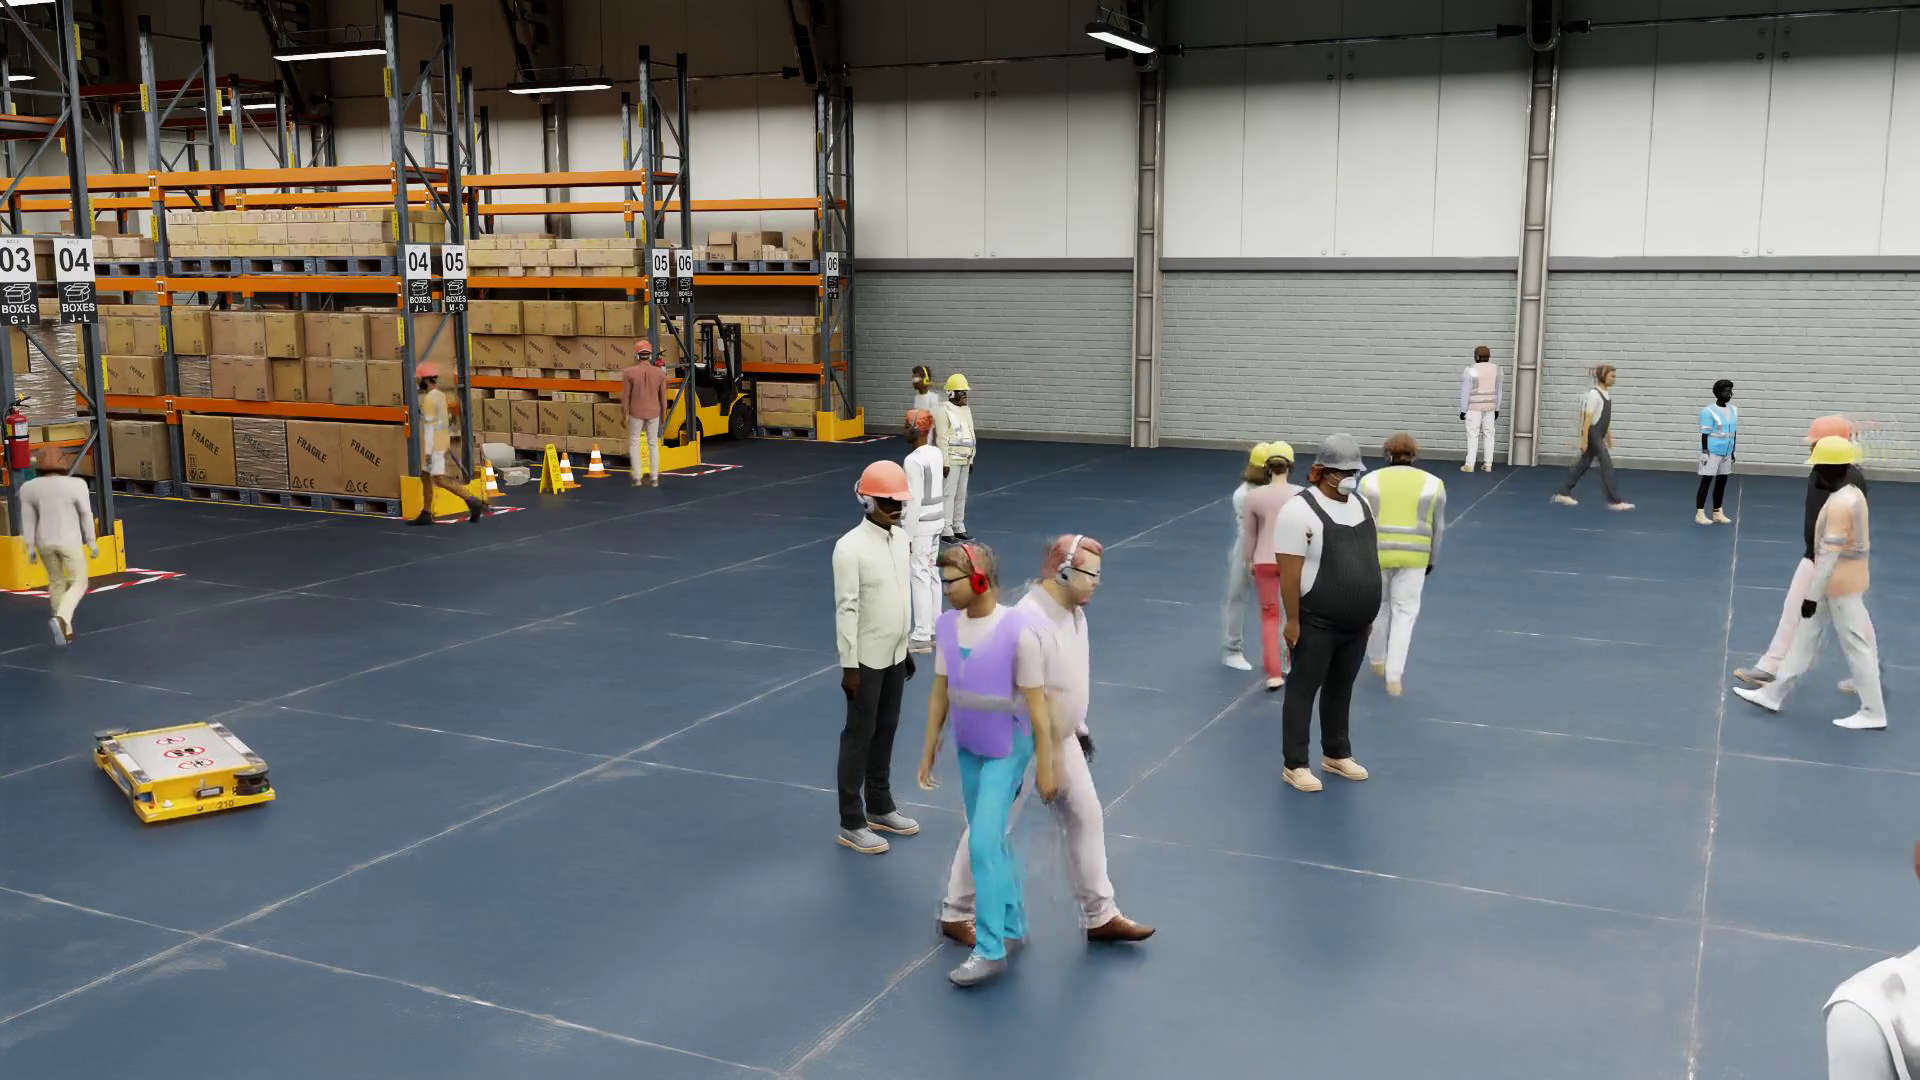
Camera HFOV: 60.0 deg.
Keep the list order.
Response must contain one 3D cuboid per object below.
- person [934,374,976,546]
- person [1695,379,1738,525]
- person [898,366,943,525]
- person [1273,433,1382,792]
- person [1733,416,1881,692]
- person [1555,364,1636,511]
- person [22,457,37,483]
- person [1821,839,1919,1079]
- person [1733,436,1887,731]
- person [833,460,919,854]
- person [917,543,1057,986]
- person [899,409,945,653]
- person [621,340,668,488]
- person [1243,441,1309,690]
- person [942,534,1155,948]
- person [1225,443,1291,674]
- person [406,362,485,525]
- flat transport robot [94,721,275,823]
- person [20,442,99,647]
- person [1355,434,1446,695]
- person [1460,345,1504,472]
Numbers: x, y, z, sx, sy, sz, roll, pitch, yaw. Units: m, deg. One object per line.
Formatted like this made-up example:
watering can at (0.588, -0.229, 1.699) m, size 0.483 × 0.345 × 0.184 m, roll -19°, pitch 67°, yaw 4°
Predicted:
person at (-0.031, -0.865, 17.854) m, size 0.404 × 1.833 × 0.588 m, roll 5°, pitch 11°, yaw 28°
person at (8.748, -1.014, 19.207) m, size 0.530 × 1.689 × 0.321 m, roll -4°, pitch 10°, yaw -24°
person at (-0.354, -1.095, 19.223) m, size 0.721 × 1.848 × 0.530 m, roll -5°, pitch 11°, yaw -30°
person at (2.135, 0.400, 9.460) m, size 0.689 × 2.000 × 0.537 m, roll -6°, pitch 11°, yaw -33°
person at (5.997, 0.116, 11.533) m, size 1.016 × 1.942 × 0.624 m, roll -1°, pitch 9°, yaw -6°
person at (7.830, -1.270, 20.489) m, size 0.981 × 1.794 × 0.516 m, roll 6°, pitch 11°, yaw 33°
person at (-10.149, -0.834, 17.925) m, size 0.369 × 1.755 × 0.525 m, roll 5°, pitch 11°, yaw 28°
person at (1.958, 1.472, 3.366) m, size 0.572 × 1.884 × 0.356 m, roll -5°, pitch 11°, yaw -28°
person at (5.555, 0.272, 10.732) m, size 0.969 × 1.875 × 0.608 m, roll 5°, pitch 10°, yaw 28°
person at (-0.409, 0.581, 8.497) m, size 0.399 × 1.989 × 0.623 m, roll 5°, pitch 11°, yaw 28°
person at (0.049, 0.931, 6.934) m, size 0.700 × 1.817 × 0.610 m, roll -8°, pitch 12°, yaw -41°
person at (-0.308, -0.072, 12.836) m, size 0.353 × 1.883 × 0.577 m, roll 3°, pitch 10°, yaw 19°
person at (-4.267, -1.698, 22.493) m, size 0.621 × 1.989 × 0.406 m, roll -5°, pitch 10°, yaw -27°
person at (2.278, 0.166, 11.802) m, size 0.539 × 1.727 × 0.724 m, roll 3°, pitch 10°, yaw 18°
person at (0.398, 0.882, 7.170) m, size 1.017 × 1.823 × 0.655 m, roll 4°, pitch 10°, yaw 24°
person at (2.205, 0.152, 11.998) m, size 0.487 × 1.698 × 0.853 m, roll -5°, pitch 11°, yaw -30°
person at (-5.928, -1.092, 19.063) m, size 0.866 × 1.904 × 0.556 m, roll -1°, pitch 9°, yaw -6°
flat transport robot at (-4.437, 1.282, 9.465) m, size 0.652 × 0.197 × 1.431 m, roll -7°, pitch 12°, yaw -36°
person at (-7.008, 0.047, 12.913) m, size 0.511 × 1.614 × 0.607 m, roll -1°, pitch 9°, yaw -6°
person at (3.086, 0.149, 11.766) m, size 0.635 × 1.794 × 0.860 m, roll 3°, pitch 10°, yaw 17°
person at (7.559, -1.901, 24.186) m, size 0.635 × 1.844 × 0.429 m, roll -2°, pitch 9°, yaw -9°
